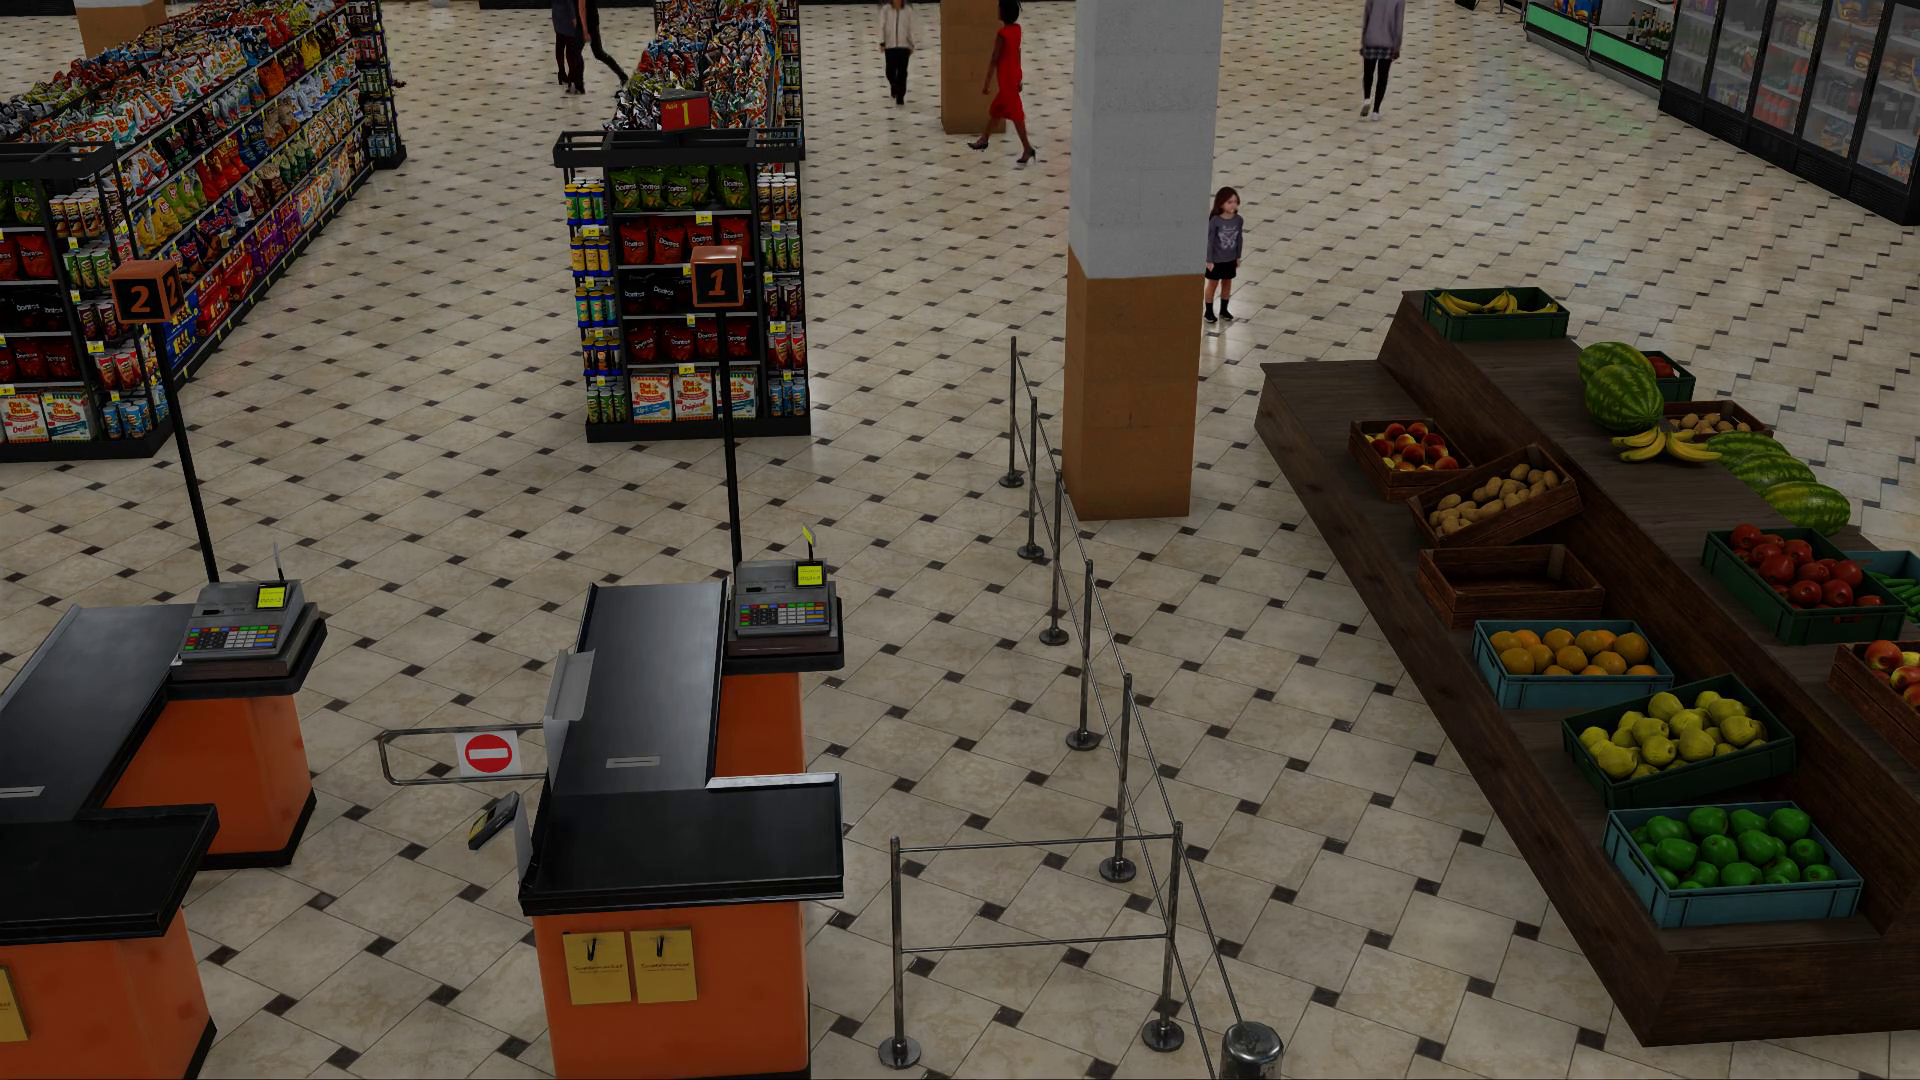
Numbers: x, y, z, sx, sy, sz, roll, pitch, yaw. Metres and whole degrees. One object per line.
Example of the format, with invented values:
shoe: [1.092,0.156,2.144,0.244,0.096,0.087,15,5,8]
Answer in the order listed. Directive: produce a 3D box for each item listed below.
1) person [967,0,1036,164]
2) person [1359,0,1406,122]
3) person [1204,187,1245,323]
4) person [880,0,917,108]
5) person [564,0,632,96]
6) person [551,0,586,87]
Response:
person: [0.594,-4.831,17.680,1.035,1.702,1.099,13,30,25]
person: [4.907,-5.785,19.493,0.807,1.763,0.885,10,29,20]
person: [2.110,-2.298,13.343,0.513,1.107,0.514,-11,29,-20]
person: [-0.769,-6.087,20.439,0.608,1.446,0.785,-1,27,-2]
person: [-4.555,-6.423,20.718,0.933,1.794,1.147,6,28,12]
person: [-5.115,-6.743,21.440,0.647,1.711,0.719,24,35,38]
